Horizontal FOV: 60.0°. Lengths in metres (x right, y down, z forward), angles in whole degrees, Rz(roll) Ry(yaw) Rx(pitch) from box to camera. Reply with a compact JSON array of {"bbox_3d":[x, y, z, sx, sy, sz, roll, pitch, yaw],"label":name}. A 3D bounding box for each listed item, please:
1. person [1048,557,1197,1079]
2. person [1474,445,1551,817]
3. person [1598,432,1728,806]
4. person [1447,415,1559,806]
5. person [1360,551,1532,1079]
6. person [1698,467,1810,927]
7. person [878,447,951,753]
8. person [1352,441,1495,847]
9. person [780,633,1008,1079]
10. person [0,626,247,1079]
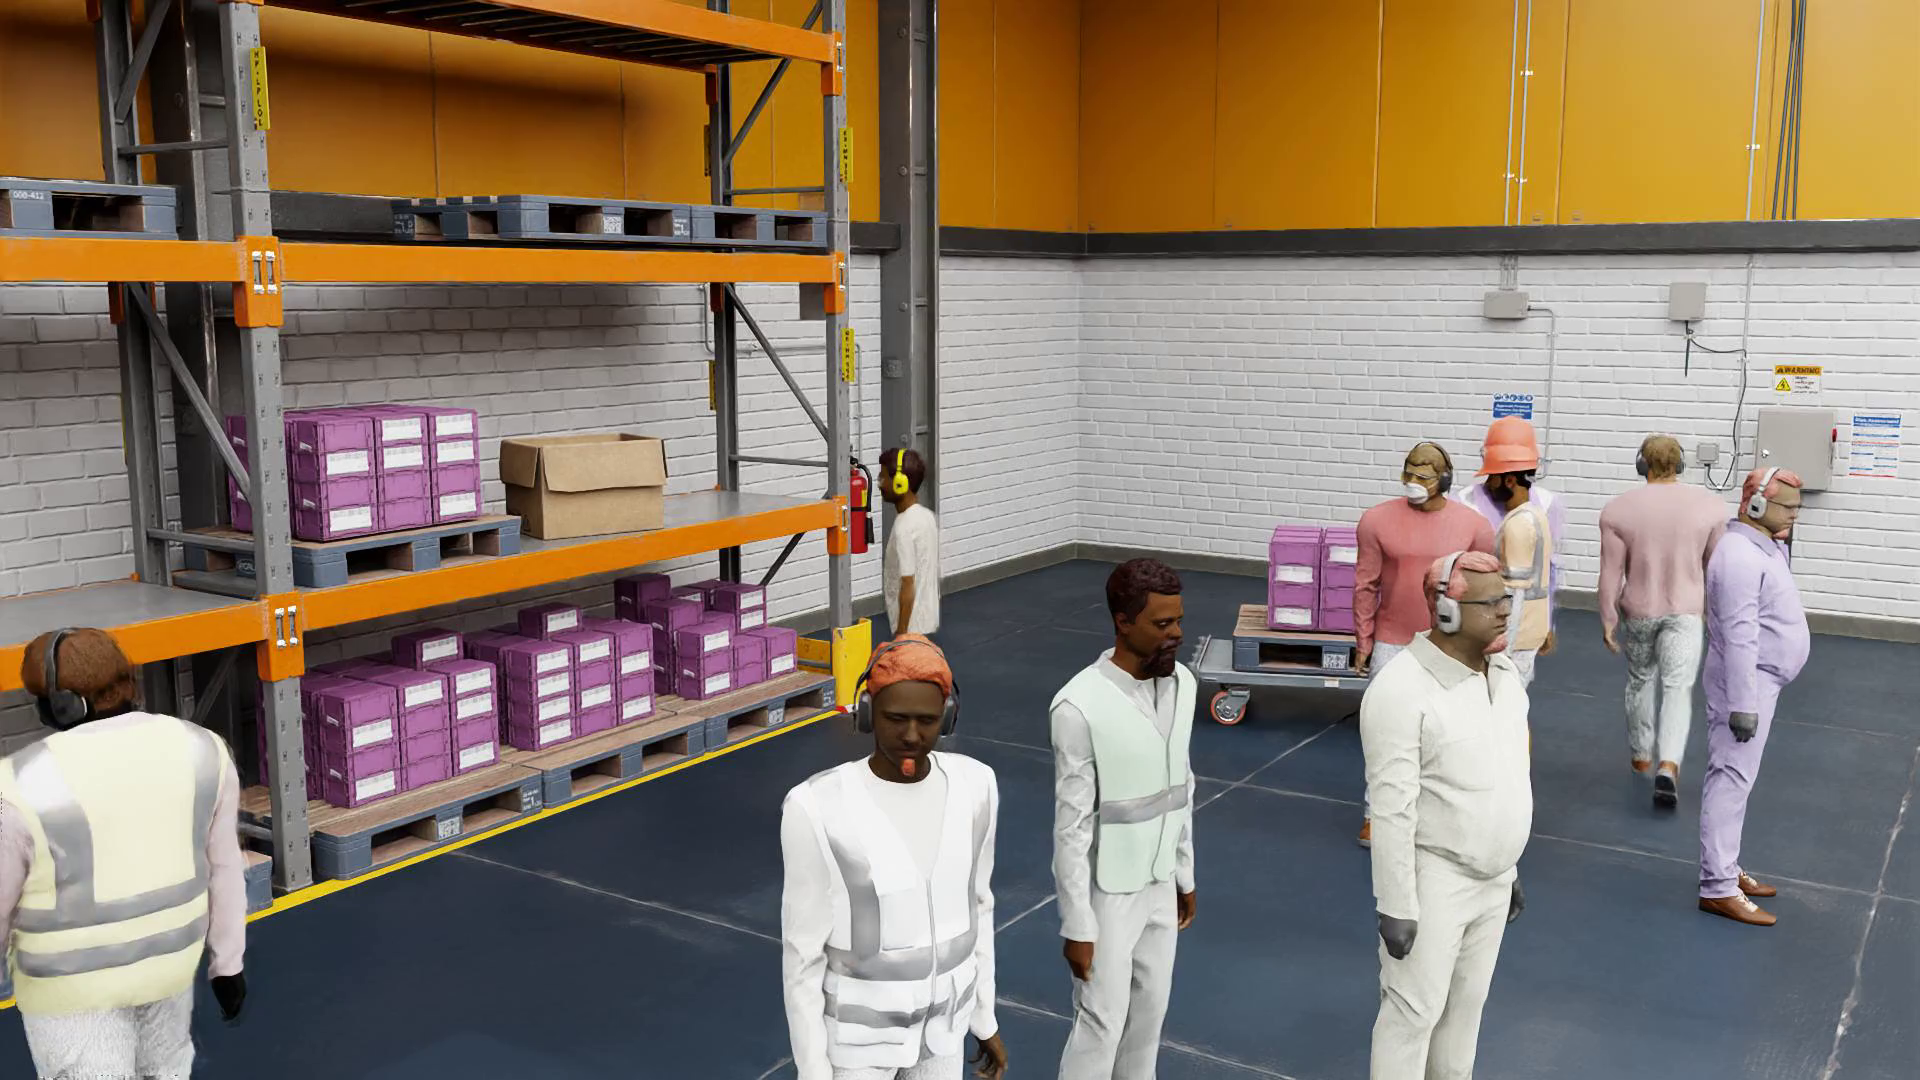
[{"bbox_3d":[0.462,0.986,4.732,0.386,1.913,0.601,8,12,40],"label":"person"},{"bbox_3d":[2.677,0.456,8.138,0.384,1.925,0.550,4,10,23],"label":"person"},{"bbox_3d":[3.636,0.392,8.648,0.637,1.904,0.963,3,9,21],"label":"person"},{"bbox_3d":[2.665,0.390,8.247,0.656,2.029,0.456,-2,9,-10],"label":"person"},{"bbox_3d":[1.425,0.977,4.786,0.642,1.913,0.409,-8,12,-41],"label":"person"},{"bbox_3d":[3.345,0.639,7.022,0.406,1.902,0.636,5,10,27],"label":"person"},{"bbox_3d":[-0.231,0.478,8.306,0.520,1.895,0.567,1,9,9],"label":"person"},{"bbox_3d":[2.157,0.501,7.805,0.629,1.937,0.379,2,9,16],"label":"person"},{"bbox_3d":[-0.141,1.140,3.814,0.573,1.884,0.359,-6,11,-35],"label":"person"},{"bbox_3d":[-2.228,1.111,4.275,0.739,1.799,0.635,6,10,33],"label":"person"}]
